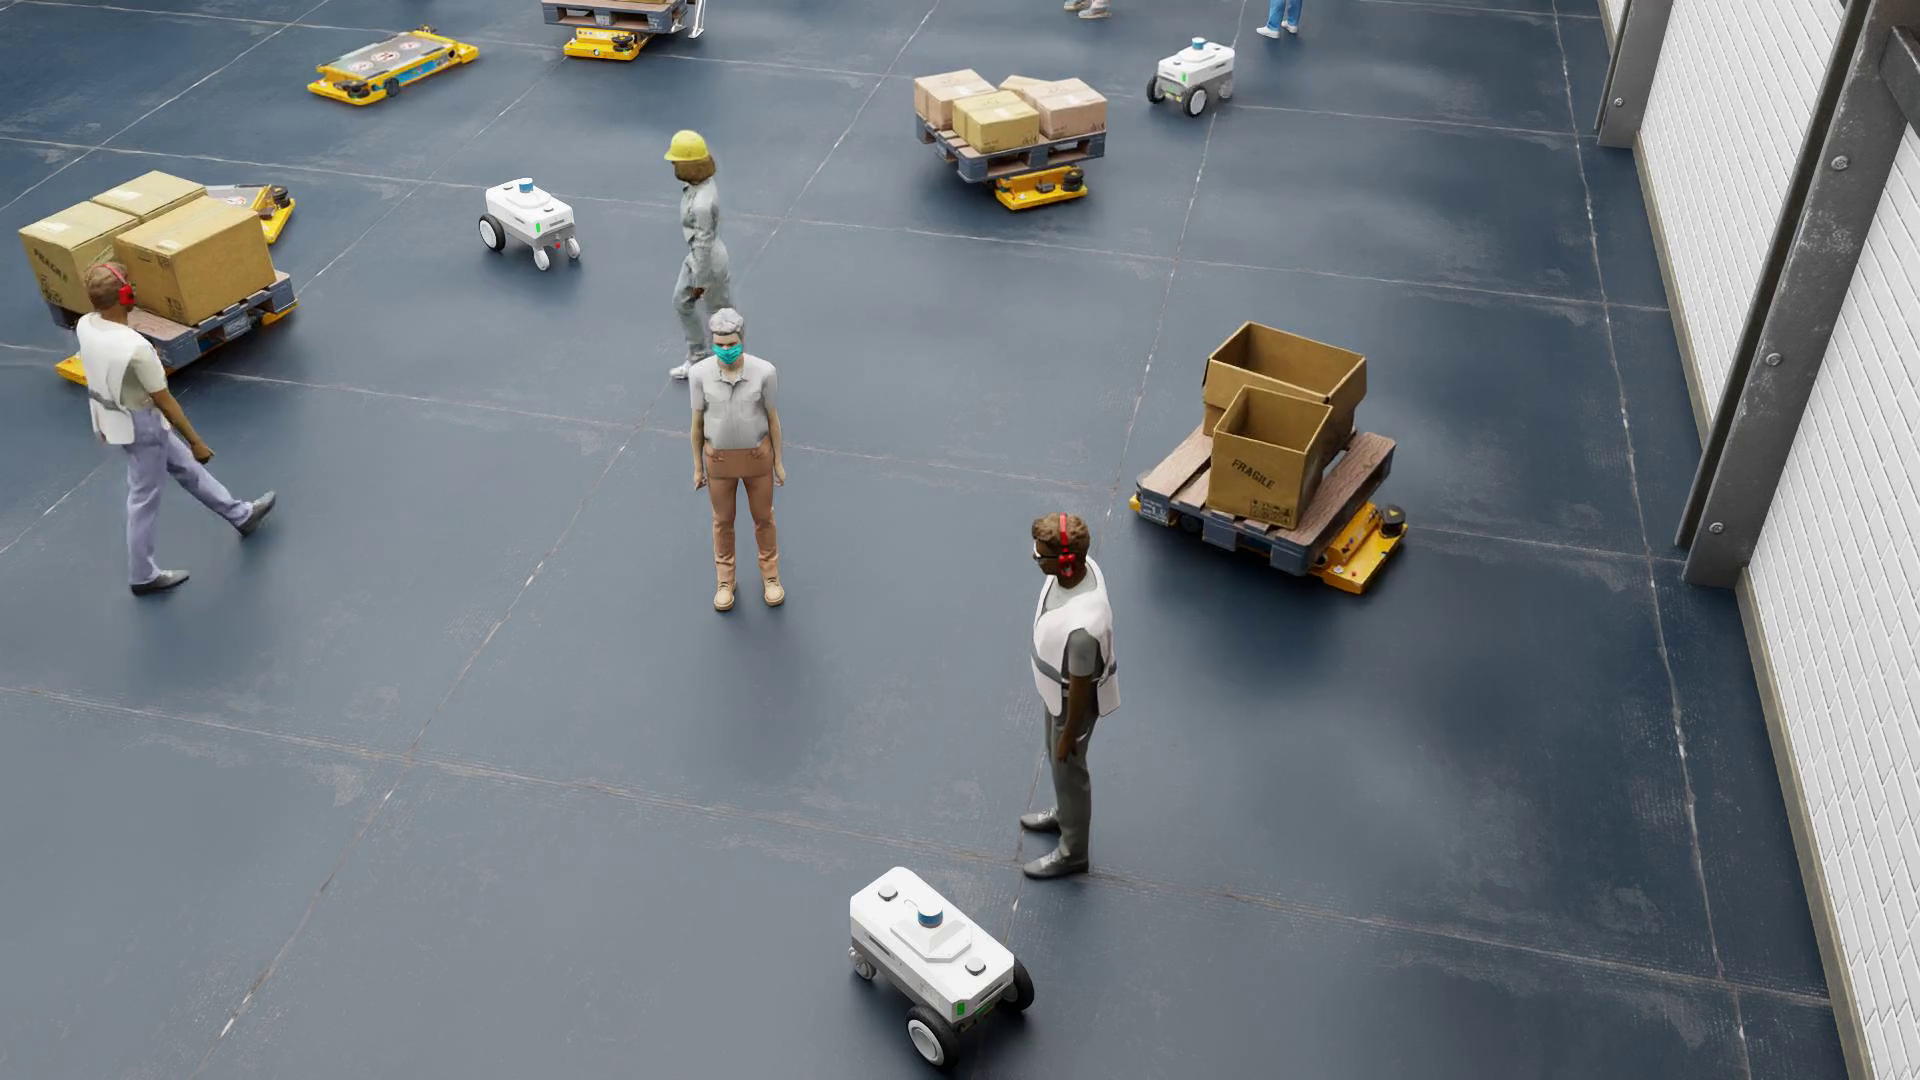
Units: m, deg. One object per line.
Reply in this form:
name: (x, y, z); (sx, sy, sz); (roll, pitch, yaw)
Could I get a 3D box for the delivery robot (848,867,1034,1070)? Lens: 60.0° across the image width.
delivery robot: (-0.102, 1.697, 6.725); (0.499, 0.614, 0.815); (-30, 46, -33)

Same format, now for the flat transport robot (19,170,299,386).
flat transport robot: (-5.210, -1.404, 11.098); (0.659, 0.231, 1.431); (19, 41, 23)

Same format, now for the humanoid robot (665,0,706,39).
humanoid robot: (-2.523, -5.471, 15.202); (0.533, 1.677, 0.735); (17, 40, 21)

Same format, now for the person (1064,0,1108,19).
person: (1.217, -5.867, 15.740); (0.536, 1.871, 0.578); (-9, 38, -12)

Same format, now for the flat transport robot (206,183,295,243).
flat transport robot: (-5.796, -2.409, 12.443); (1.431, 0.231, 0.659); (-3, 37, -3)

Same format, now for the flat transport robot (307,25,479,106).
flat transport robot: (-5.079, -4.264, 14.924); (0.659, 0.231, 1.431); (20, 41, 25)

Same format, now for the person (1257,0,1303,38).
person: (3.047, -5.540, 15.413); (0.496, 1.727, 0.366); (-21, 42, -26)

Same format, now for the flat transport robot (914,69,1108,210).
flat transport robot: (0.396, -3.039, 13.286); (0.659, 0.231, 1.431); (-16, 40, -20)

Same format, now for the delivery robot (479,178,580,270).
delivery robot: (-3.132, -2.355, 12.112); (0.747, 0.572, 0.499); (31, 46, 34)

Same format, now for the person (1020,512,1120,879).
person: (0.470, 0.657, 7.037); (0.395, 1.832, 0.570); (-2, 37, -3)

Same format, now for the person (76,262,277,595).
person: (-4.206, -0.617, 8.775); (0.974, 1.779, 0.613); (-31, 47, -34)

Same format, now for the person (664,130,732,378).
person: (-1.661, -1.693, 10.257); (0.596, 1.723, 0.505); (-9, 38, -11)

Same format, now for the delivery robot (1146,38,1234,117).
delivery robot: (2.024, -4.022, 14.367); (0.805, 0.601, 0.499); (-29, 46, -33)

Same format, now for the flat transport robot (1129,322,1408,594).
flat transport robot: (1.748, -0.168, 9.443); (1.431, 0.231, 0.659); (22, 42, 27)

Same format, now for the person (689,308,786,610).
person: (-1.136, -0.407, 8.528); (0.473, 1.747, 0.320); (-5, 37, -6)

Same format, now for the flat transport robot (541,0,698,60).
flat transport robot: (-3.175, -4.906, 15.784); (0.659, 0.231, 1.431); (8, 37, 10)
